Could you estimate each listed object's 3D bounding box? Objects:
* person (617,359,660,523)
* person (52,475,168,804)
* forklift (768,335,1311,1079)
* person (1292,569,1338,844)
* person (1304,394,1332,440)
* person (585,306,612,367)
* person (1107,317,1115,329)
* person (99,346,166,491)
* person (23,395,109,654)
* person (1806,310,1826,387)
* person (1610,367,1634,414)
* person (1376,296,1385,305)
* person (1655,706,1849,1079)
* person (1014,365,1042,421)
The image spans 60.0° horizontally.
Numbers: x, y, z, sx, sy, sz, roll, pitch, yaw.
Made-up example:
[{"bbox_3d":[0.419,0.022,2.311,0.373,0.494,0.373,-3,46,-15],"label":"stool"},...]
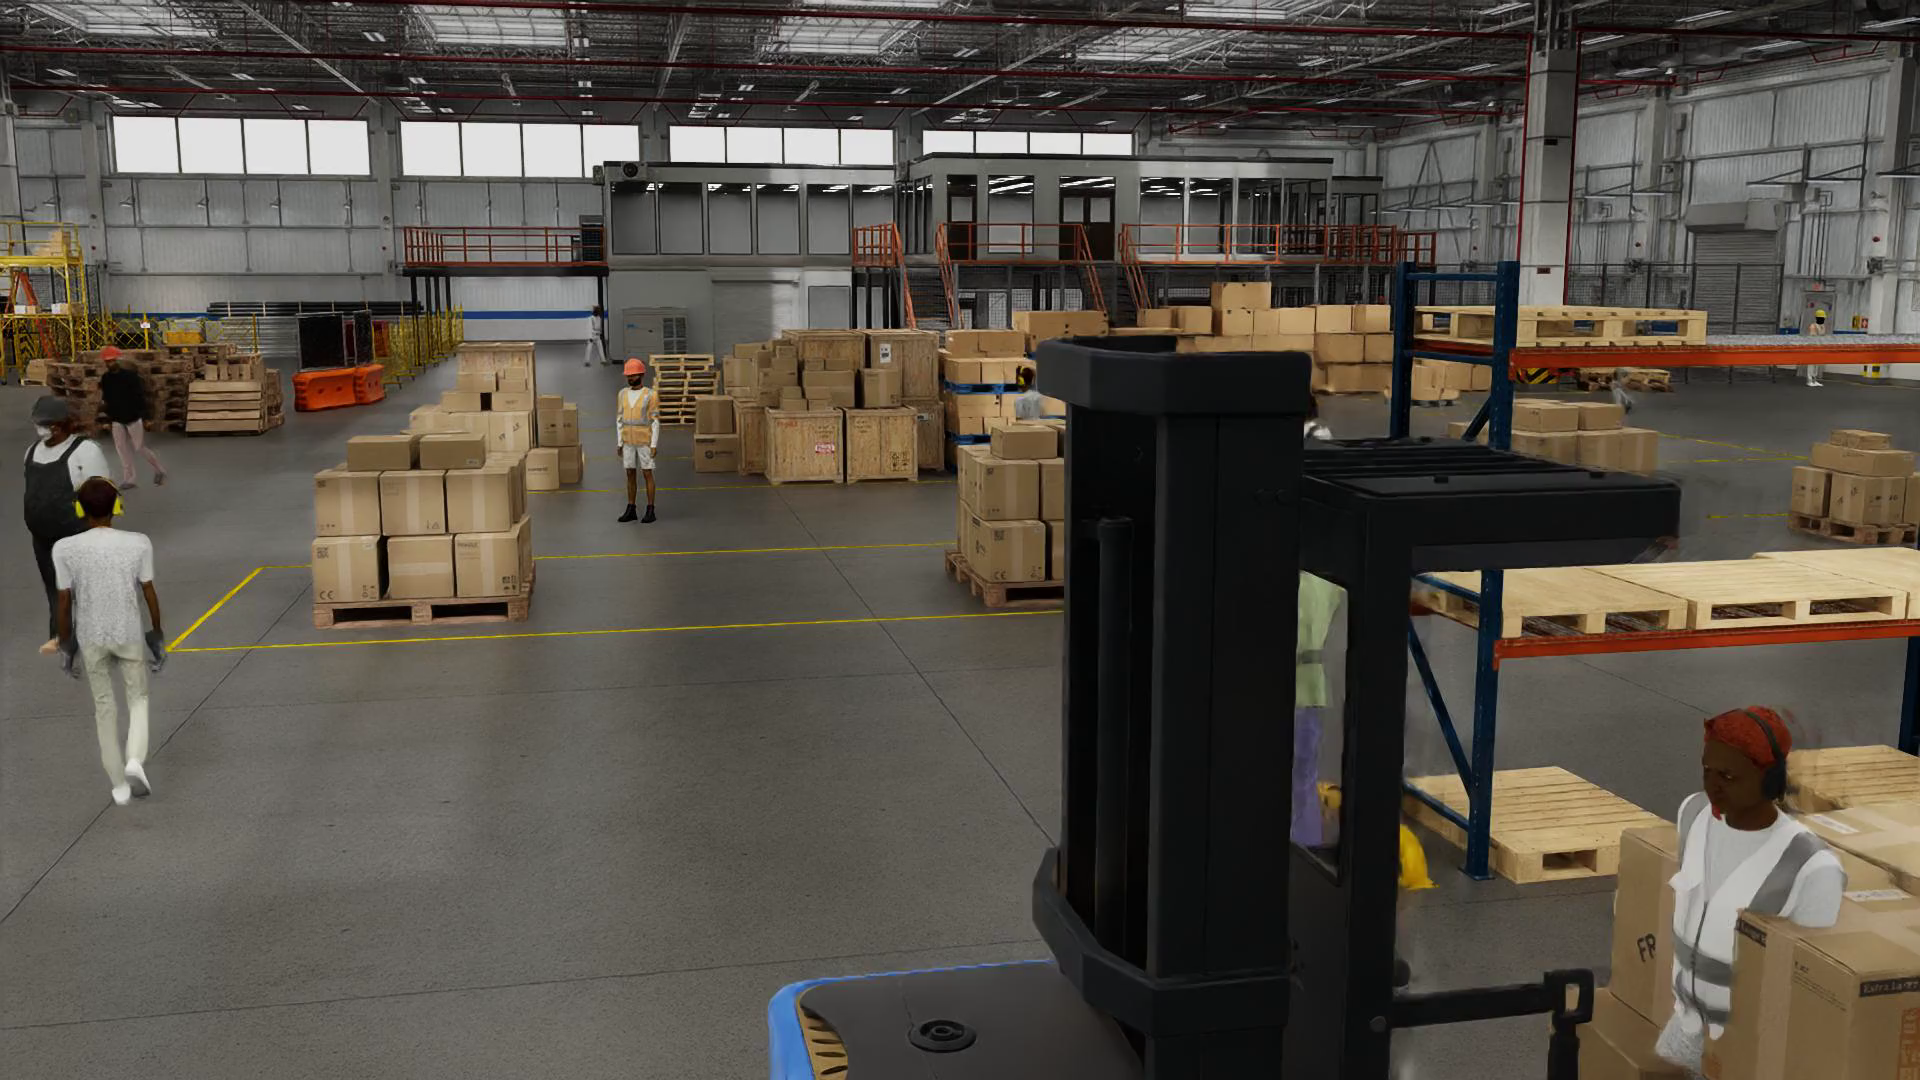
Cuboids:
[{"bbox_3d":[-3.800,-1.162,19.573,0.545,1.938,0.360,3,10,18],"label":"person"},{"bbox_3d":[-4.723,0.569,9.259,0.548,1.856,0.437,-5,10,-27],"label":"person"},{"bbox_3d":[0.482,0.899,4.146,1.873,2.768,1.129,-2,10,-12],"label":"forklift"},{"bbox_3d":[1.474,0.778,7.962,0.602,1.860,0.996,-4,10,-25],"label":"person"},{"bbox_3d":[3.218,-0.450,15.536,0.505,1.840,0.346,4,10,22],"label":"person"},{"bbox_3d":[-10.950,-6.115,50.091,1.013,1.818,0.611,6,11,31],"label":"person"},{"bbox_3d":[3.229,-3.793,35.611,0.374,1.939,0.629,0,9,2],"label":"person"},{"bbox_3d":[-11.214,-1.644,22.442,0.639,1.967,0.694,3,10,15],"label":"person"},{"bbox_3d":[-7.003,-0.143,13.048,0.689,2.000,0.674,2,10,14],"label":"person"},{"bbox_3d":[21.664,-4.842,42.035,0.590,1.927,0.367,-7,12,-37],"label":"person"},{"bbox_3d":[13.227,-3.415,33.370,0.442,1.916,0.653,8,12,39],"label":"person"},{"bbox_3d":[14.565,-7.453,57.739,0.378,1.996,0.610,2,10,12],"label":"person"},{"bbox_3d":[1.990,1.353,4.471,0.791,1.856,0.604,-2,10,-15],"label":"person"},{"bbox_3d":[0.804,-1.123,19.575,0.477,1.857,0.547,6,11,34],"label":"person"}]
